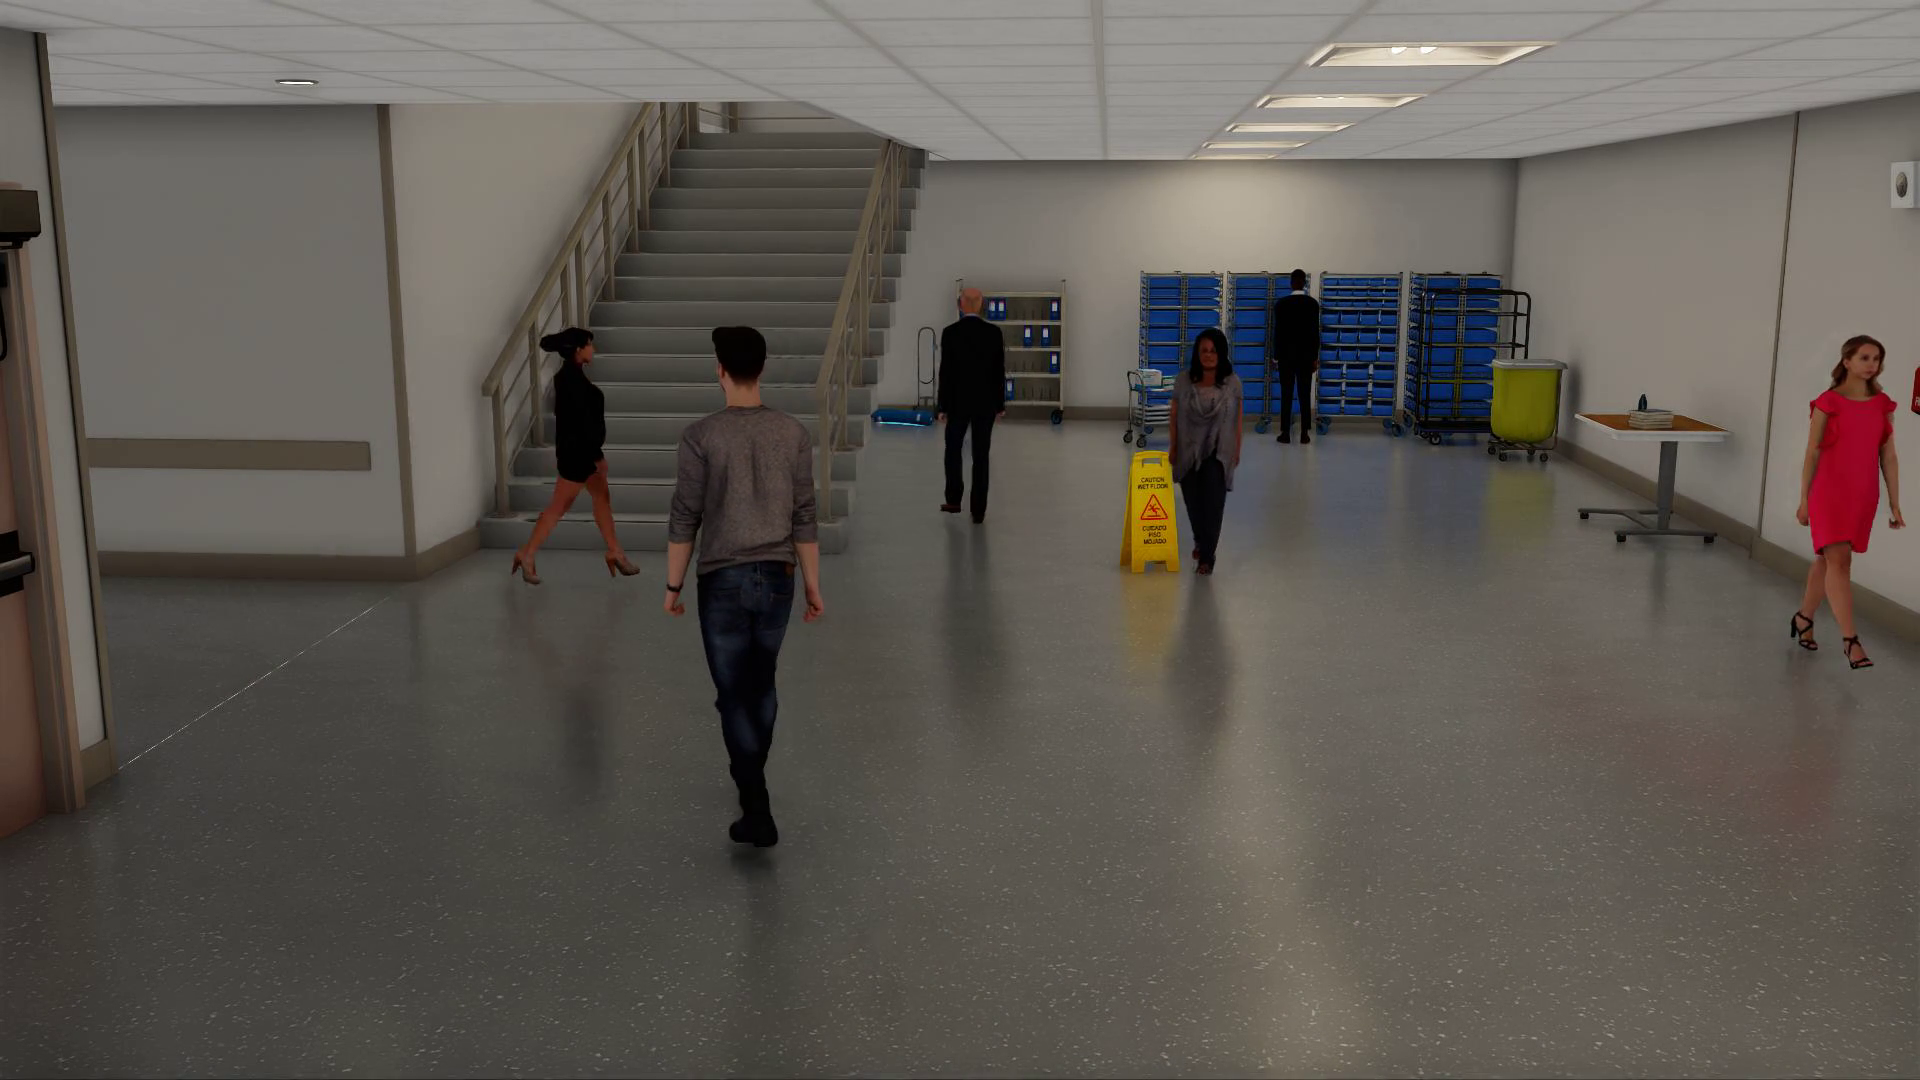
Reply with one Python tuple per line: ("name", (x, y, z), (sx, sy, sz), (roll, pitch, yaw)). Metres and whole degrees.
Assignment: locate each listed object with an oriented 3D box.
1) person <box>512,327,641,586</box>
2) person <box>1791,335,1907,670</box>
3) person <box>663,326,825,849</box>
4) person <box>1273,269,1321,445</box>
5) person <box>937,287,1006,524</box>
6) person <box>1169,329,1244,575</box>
("person", (-2.447, -0.474, 10.323), (0.924, 1.597, 1.051), (-4, 11, -20))
("person", (4.535, -0.198, 8.634), (0.678, 1.685, 1.065), (-1, 11, -3))
("person", (-0.764, 0.203, 6.050), (1.079, 1.861, 1.248), (-5, 12, -25))
("person", (3.521, -1.923, 17.391), (0.641, 1.810, 0.554), (0, 11, 1))
("person", (0.105, -1.016, 12.677), (0.780, 1.785, 0.816), (-1, 11, -5))
("person", (1.622, -0.581, 10.960), (0.822, 1.570, 1.149), (4, 11, 20))
